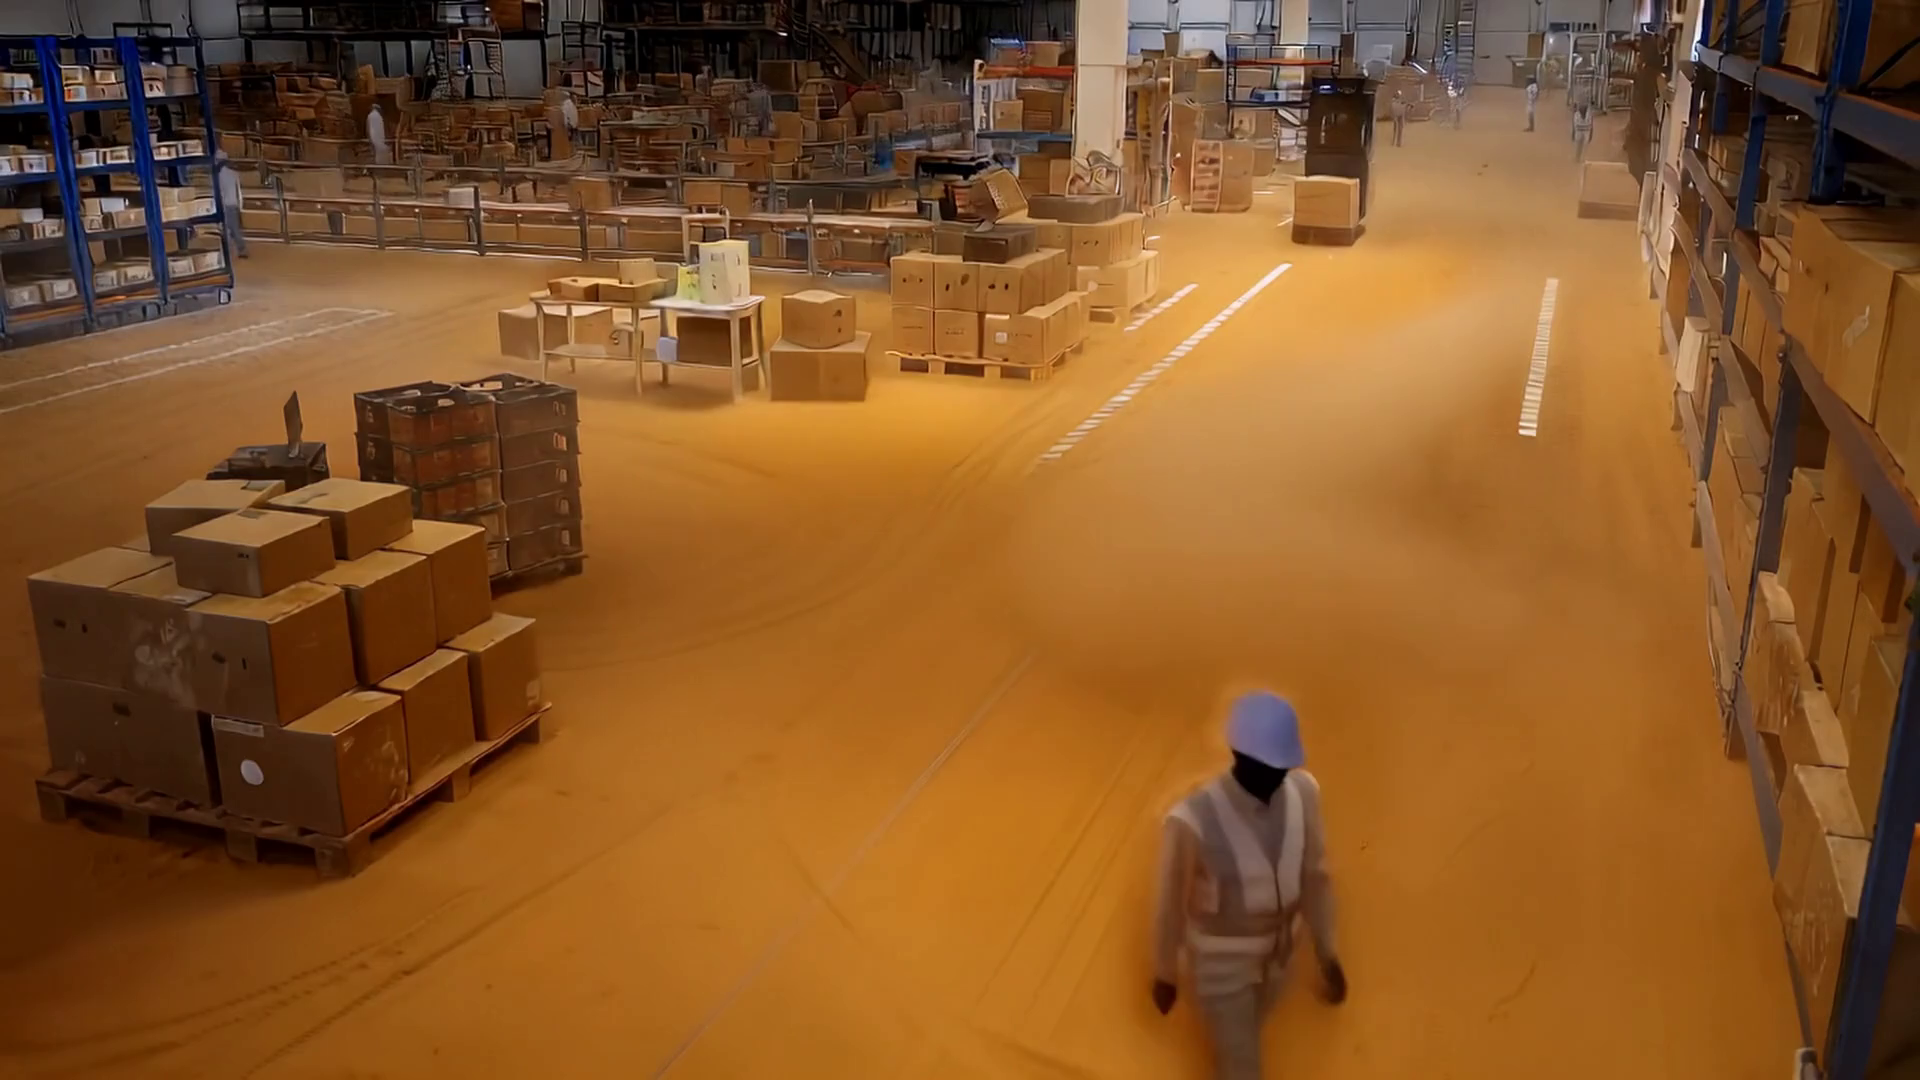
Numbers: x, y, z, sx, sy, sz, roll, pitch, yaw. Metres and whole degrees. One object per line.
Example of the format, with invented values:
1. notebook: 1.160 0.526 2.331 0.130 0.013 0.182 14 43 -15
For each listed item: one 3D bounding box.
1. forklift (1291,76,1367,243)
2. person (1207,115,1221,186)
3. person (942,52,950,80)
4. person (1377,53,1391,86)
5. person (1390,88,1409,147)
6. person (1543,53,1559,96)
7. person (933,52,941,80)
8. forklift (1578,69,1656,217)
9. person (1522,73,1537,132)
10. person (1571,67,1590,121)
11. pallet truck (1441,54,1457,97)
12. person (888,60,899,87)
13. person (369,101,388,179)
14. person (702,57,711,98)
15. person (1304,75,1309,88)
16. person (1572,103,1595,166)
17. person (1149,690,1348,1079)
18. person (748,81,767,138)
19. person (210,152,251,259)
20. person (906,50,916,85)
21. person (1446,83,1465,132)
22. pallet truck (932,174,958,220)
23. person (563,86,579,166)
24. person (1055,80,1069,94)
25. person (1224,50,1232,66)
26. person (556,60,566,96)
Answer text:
1. forklift: 6.598 -6.755 29.381 1.129 2.768 1.873 6 19 19
2. person: 5.889 -9.083 38.734 0.321 1.623 0.539 -7 19 -20
3. person: -0.682 -24.660 87.327 0.667 1.845 0.606 -13 22 -36
4. person: 21.247 -23.349 83.095 0.669 1.910 0.606 17 24 42
5. person: 13.110 -12.613 49.677 0.531 1.717 0.904 4 18 11
6. person: 28.308 -22.335 79.698 0.694 2.000 0.940 8 19 25
7. person: -1.185 -23.561 83.723 0.643 1.946 0.655 -16 23 -40
8. forklift: 13.219 -7.740 32.475 1.873 2.768 1.129 6 19 18
9. person: 19.210 -14.753 56.066 0.388 1.929 0.540 13 22 35
10. person: 22.855 -16.428 61.285 0.606 1.956 0.377 3 18 10
11. pallet truck: 22.765 -21.886 78.355 0.823 1.965 1.885 -4 18 -14
12. person: -3.108 -21.502 77.597 0.501 1.728 0.494 -1 18 -2
13. person: -13.987 -9.662 40.194 0.486 1.869 0.695 -10 20 -27
14. person: -11.412 -20.696 74.745 0.392 1.919 0.591 5 18 17
15. person: 17.964 -24.733 87.564 0.875 1.845 0.524 2 18 5
16. person: 16.375 -10.672 43.750 0.516 1.606 0.636 5 18 15
17. person: 0.982 1.394 5.340 0.611 1.916 0.822 -12 21 -32
18. person: -6.543 -13.800 53.304 0.610 1.790 0.635 -14 22 -37
19. person: -12.041 -5.478 27.254 0.913 1.720 0.531 6 19 19
20. person: -2.635 -25.524 89.901 0.553 1.924 0.542 0 18 -1
21. person: 16.806 -14.641 56.218 0.526 1.610 0.750 -8 19 -23
22. pallet truck: -0.507 -5.292 27.348 0.653 1.274 1.630 6 19 19
23. person: -10.134 -10.818 43.507 0.397 2.043 0.609 3 18 9
24. person: 4.003 -17.614 65.177 0.595 1.847 0.521 16 23 40
25. person: 14.666 -25.783 90.766 0.493 1.897 0.722 -7 19 -22
26. person: -17.441 -20.026 72.764 0.345 1.842 0.505 7 19 20
